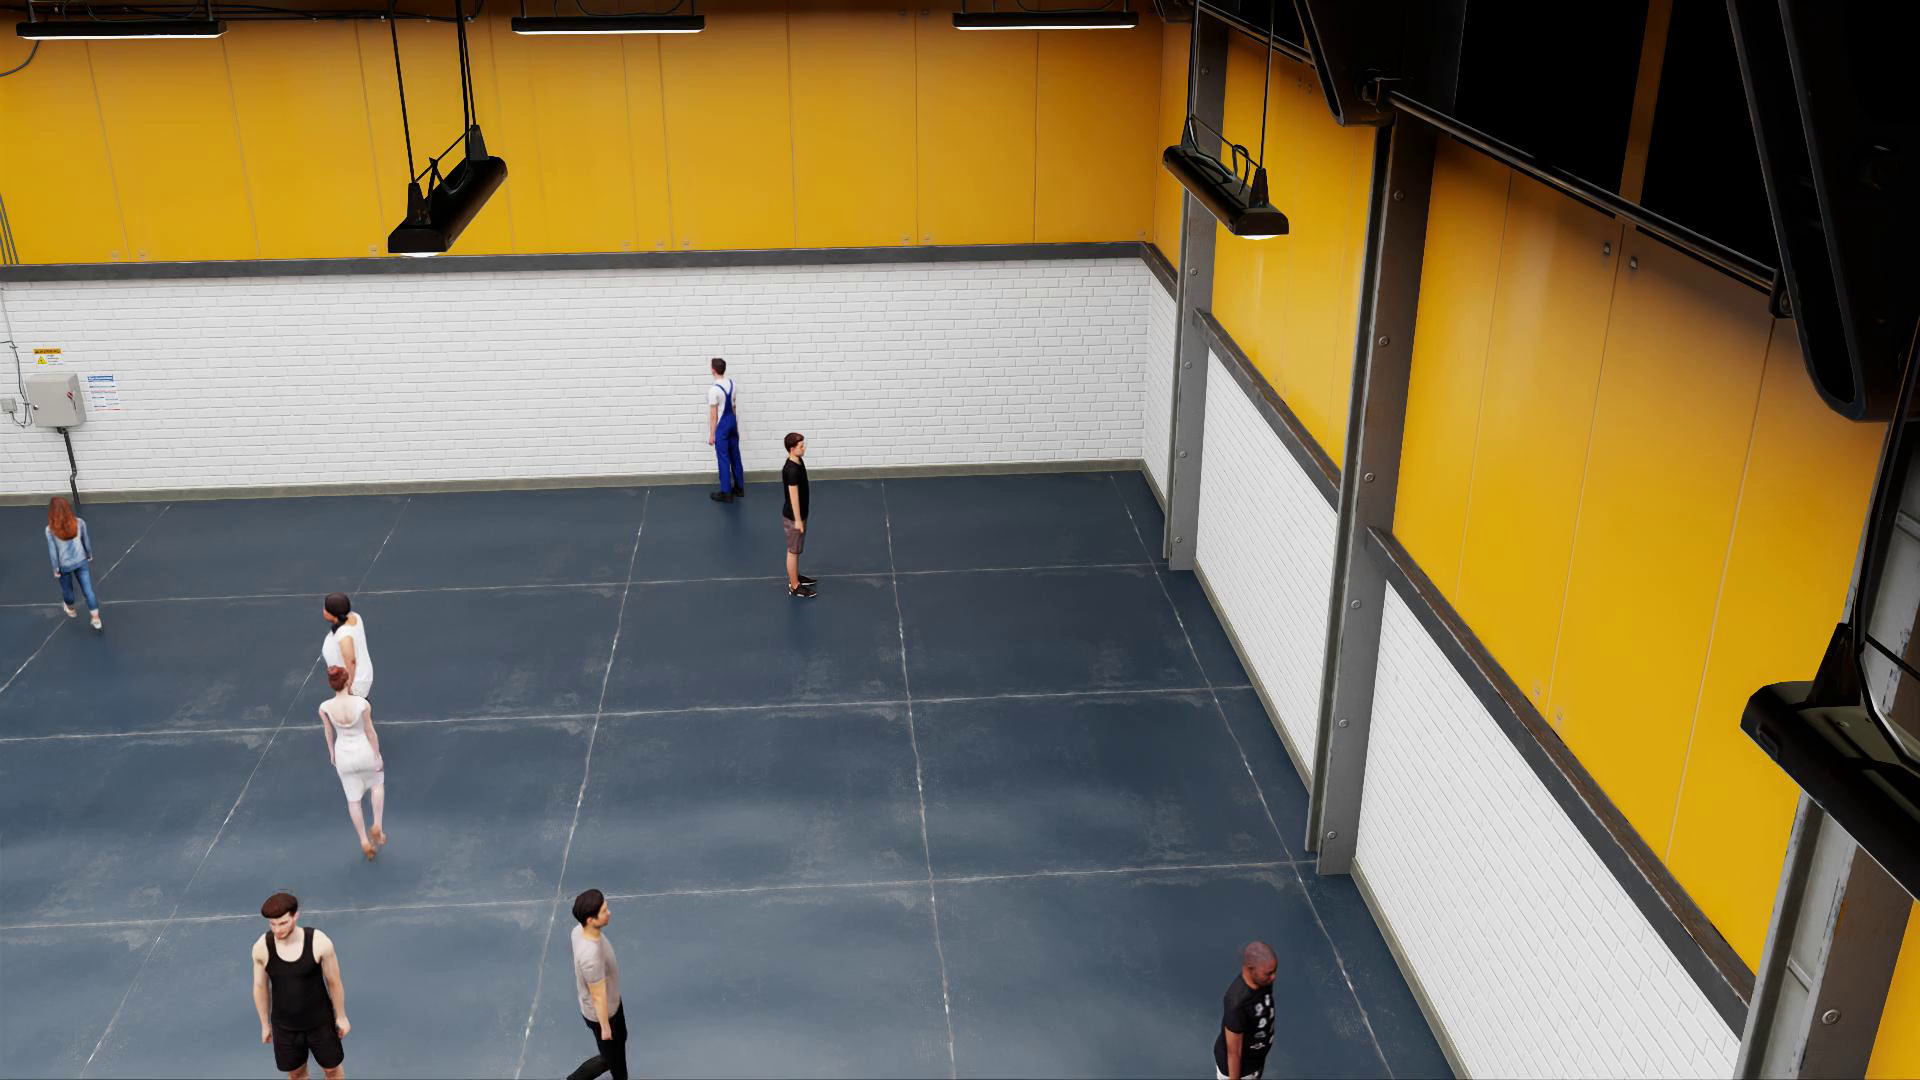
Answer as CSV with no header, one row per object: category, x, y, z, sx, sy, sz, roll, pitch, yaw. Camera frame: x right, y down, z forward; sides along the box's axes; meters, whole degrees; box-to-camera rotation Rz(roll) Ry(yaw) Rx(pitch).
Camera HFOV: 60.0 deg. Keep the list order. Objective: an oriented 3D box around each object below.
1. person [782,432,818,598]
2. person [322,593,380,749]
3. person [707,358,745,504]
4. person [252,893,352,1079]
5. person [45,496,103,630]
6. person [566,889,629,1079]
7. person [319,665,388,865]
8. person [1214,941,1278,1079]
person,-1.809,-0.308,18.257,0.751,1.861,0.547,0,24,0
person,-5.486,1.236,14.943,0.732,1.688,0.561,-4,24,-9
person,-2.938,-1.387,20.741,0.769,1.849,0.693,16,28,32
person,-4.176,3.029,10.587,0.703,1.891,0.571,-4,24,-9
person,-9.279,0.272,17.453,0.963,1.443,1.077,-21,31,-39
person,-2.413,3.032,10.816,0.777,1.703,0.929,-7,24,-15
person,-4.909,1.843,13.438,0.594,1.780,0.617,-3,24,-6
person,1.740,3.219,10.265,0.819,1.801,0.717,13,27,27
